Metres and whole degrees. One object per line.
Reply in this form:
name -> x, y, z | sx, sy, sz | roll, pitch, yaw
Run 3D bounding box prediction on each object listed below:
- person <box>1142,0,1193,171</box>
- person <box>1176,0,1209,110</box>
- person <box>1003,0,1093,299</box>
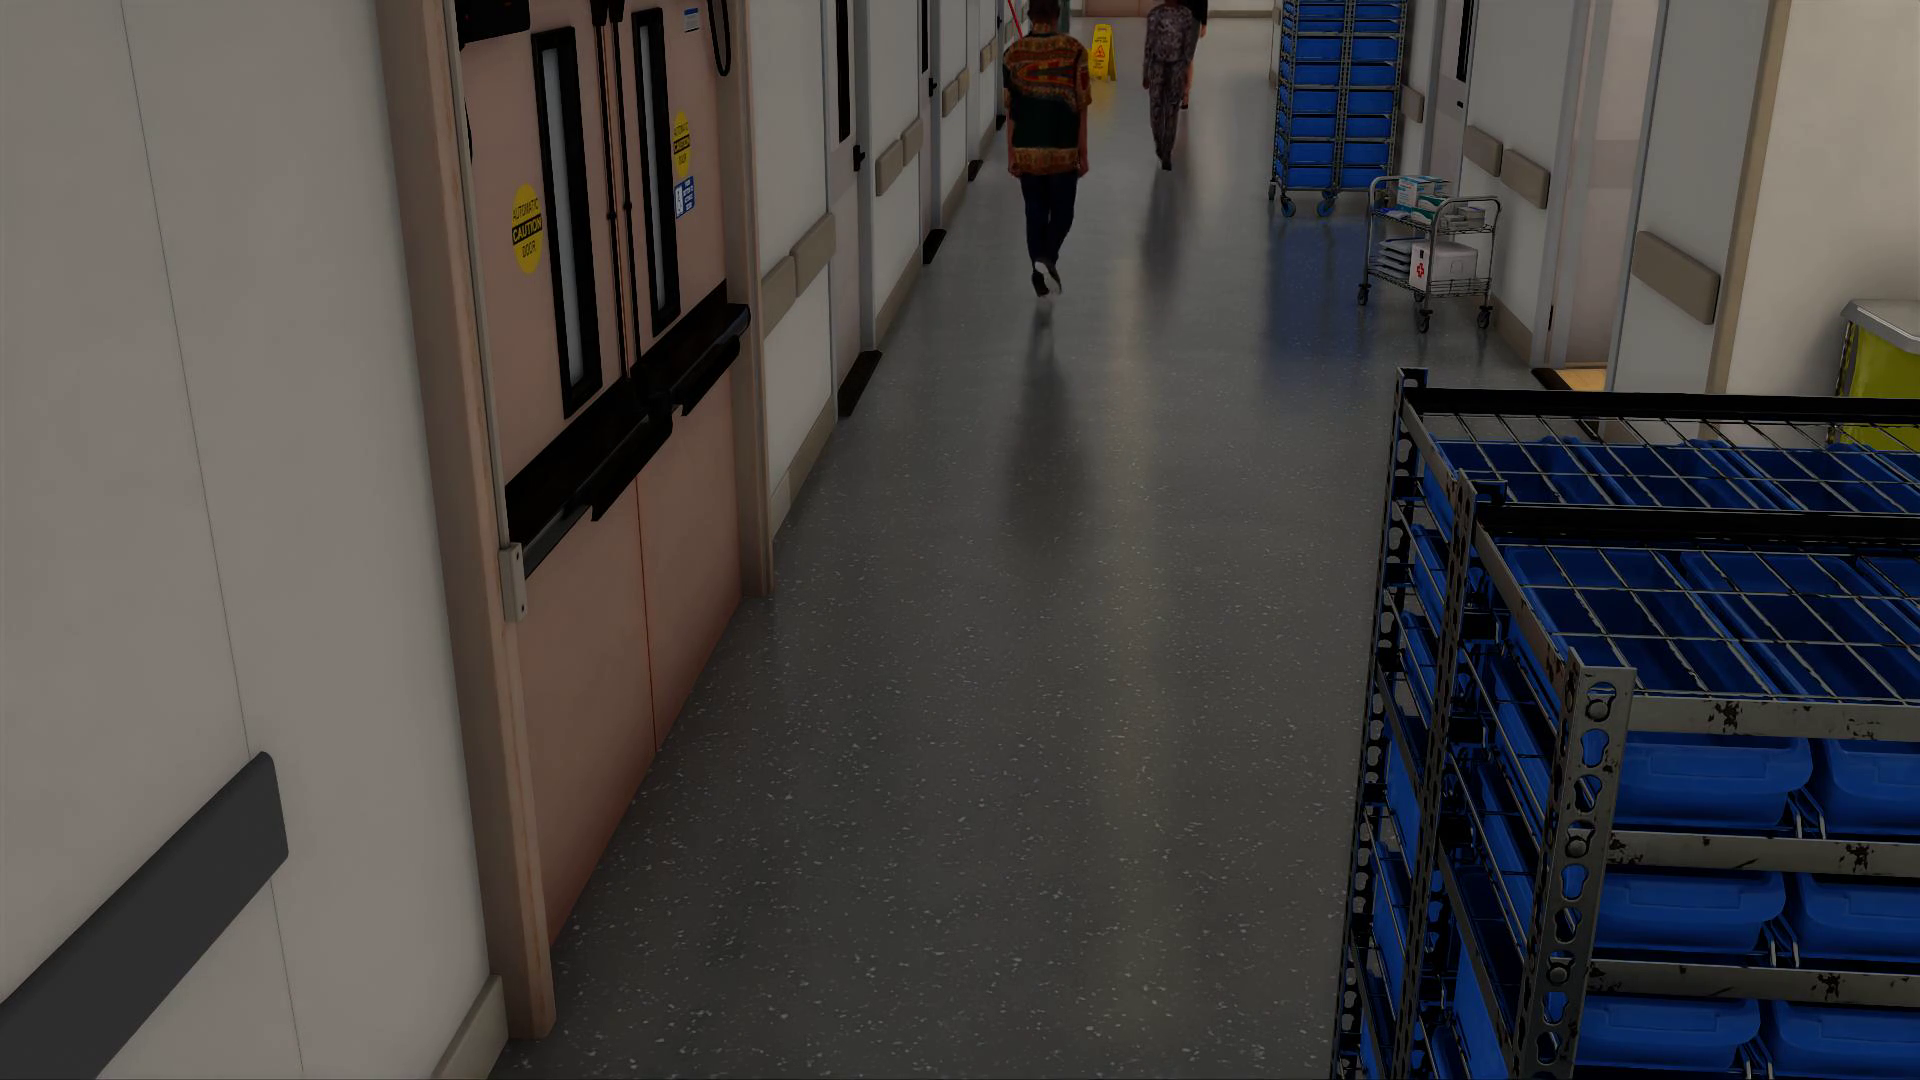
person -> 1.884, -4.246, 15.178 | 0.585, 1.680, 1.119 | 2, 21, 4
person -> 2.699, -6.045, 19.715 | 0.690, 1.830, 0.689 | 7, 22, 17
person -> 0.503, -2.295, 9.810 | 0.737, 1.793, 0.897 | 4, 21, 11
